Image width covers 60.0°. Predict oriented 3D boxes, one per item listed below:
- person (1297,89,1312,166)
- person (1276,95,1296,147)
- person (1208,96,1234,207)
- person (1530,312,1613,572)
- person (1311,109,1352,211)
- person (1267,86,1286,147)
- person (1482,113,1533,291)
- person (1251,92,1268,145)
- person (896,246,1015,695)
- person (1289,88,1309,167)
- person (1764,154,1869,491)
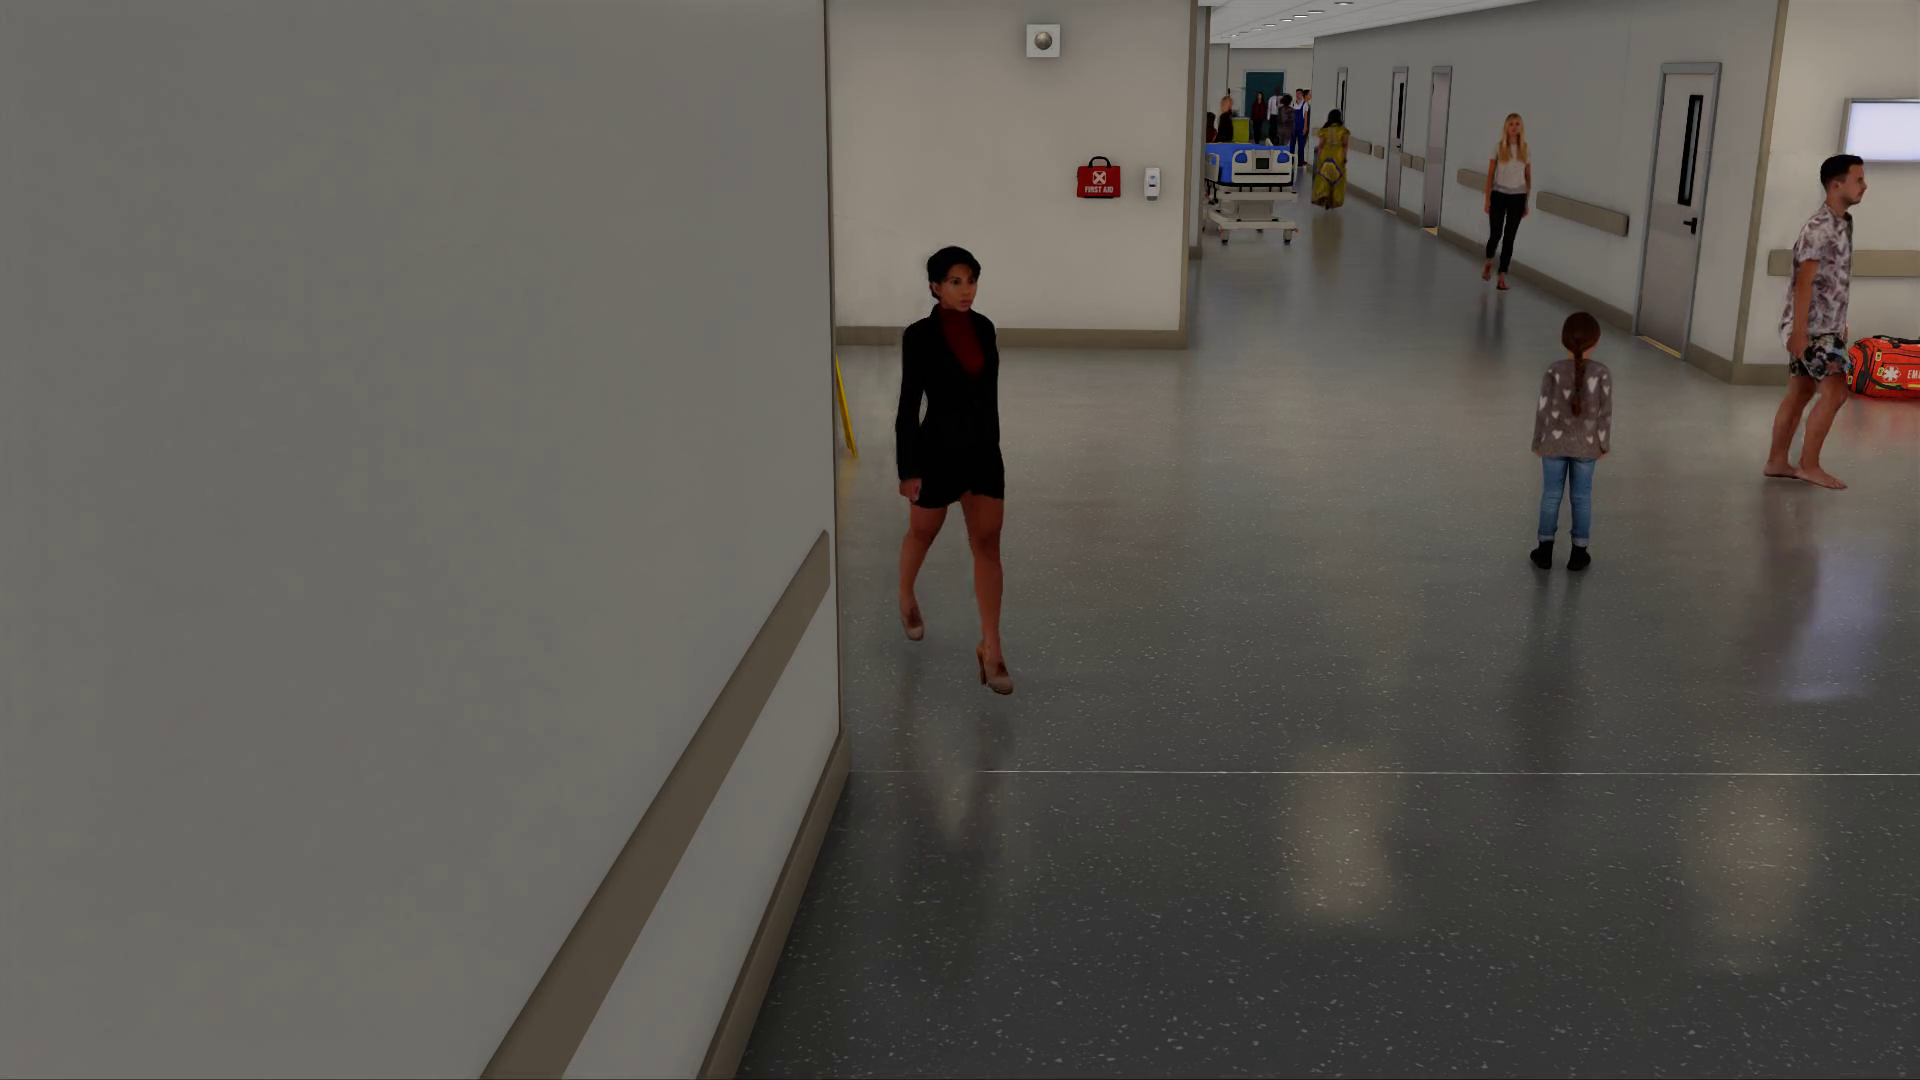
[{"bbox_3d":[8.527,-10.228,41.199,0.580,1.810,0.683,4,16,12],"label":"person"},{"bbox_3d":[7.593,-9.565,39.048,0.710,1.700,0.776,13,20,38],"label":"person"},{"bbox_3d":[4.471,-6.652,28.469,0.670,1.834,0.687,0,16,0],"label":"person"},{"bbox_3d":[2.813,-0.455,7.669,0.448,1.194,0.584,5,16,16],"label":"person"},{"bbox_3d":[6.054,-6.157,27.104,1.299,1.622,0.917,3,16,12],"label":"person"},{"bbox_3d":[8.975,-11.906,47.141,0.925,1.815,0.735,2,16,8],"label":"person"},{"bbox_3d":[5.754,-3.559,17.533,0.686,1.815,0.650,1,16,5],"label":"person"},{"bbox_3d":[8.830,-12.419,49.319,1.016,1.621,0.722,3,16,11],"label":"person"},{"bbox_3d":[-0.068,-0.261,6.234,1.056,1.598,0.985,-8,17,-25],"label":"person"},{"bbox_3d":[8.239,-10.065,40.544,0.637,1.851,0.765,8,18,27],"label":"person"},{"bbox_3d":[4.651,-1.208,9.217,0.873,1.803,0.836,12,20,36],"label":"person"}]
